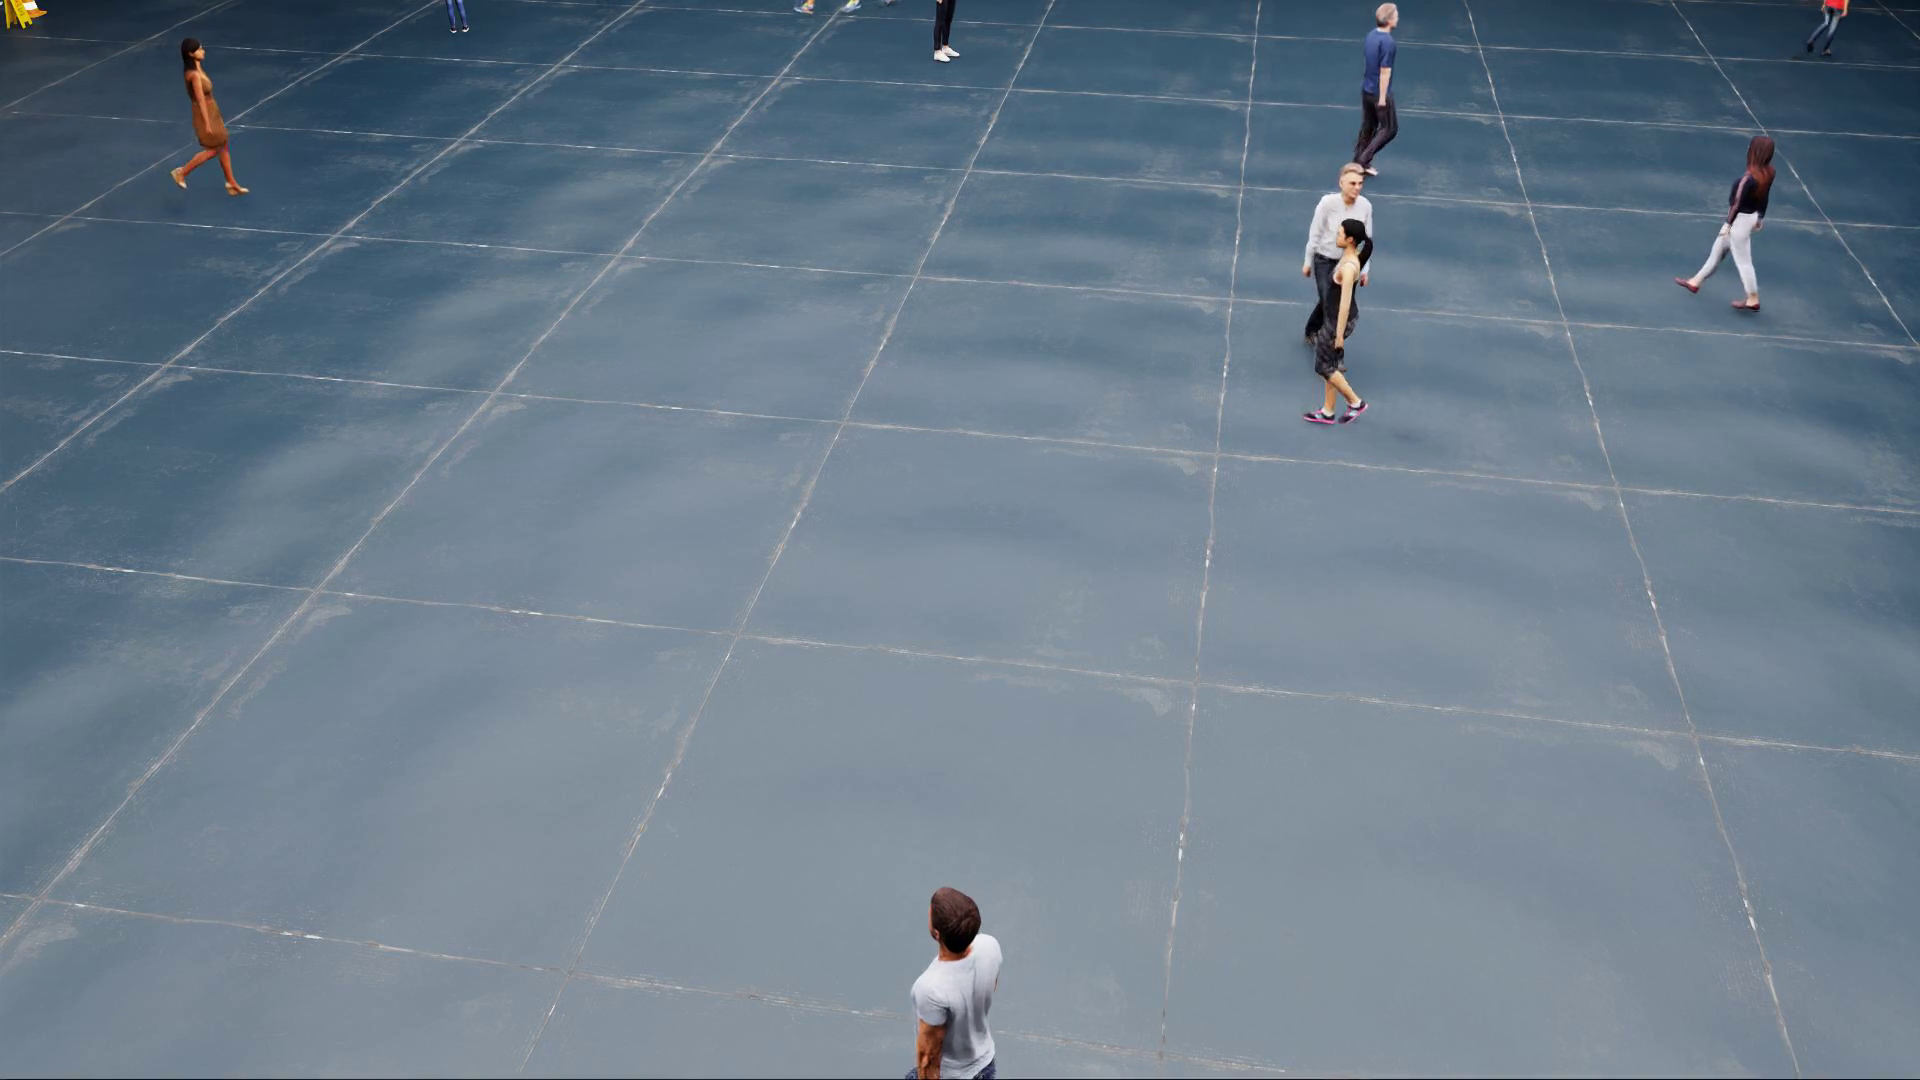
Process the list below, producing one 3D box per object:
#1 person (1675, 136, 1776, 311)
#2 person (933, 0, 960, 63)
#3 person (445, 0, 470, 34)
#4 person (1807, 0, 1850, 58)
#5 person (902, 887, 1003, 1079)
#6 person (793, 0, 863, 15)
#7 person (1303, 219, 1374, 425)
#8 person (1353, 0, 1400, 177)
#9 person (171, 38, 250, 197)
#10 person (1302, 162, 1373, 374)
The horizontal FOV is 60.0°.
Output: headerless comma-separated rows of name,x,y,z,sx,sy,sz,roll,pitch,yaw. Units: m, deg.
person,7.051,-2.796,14.906,1.007,1.565,1.139,-25,40,-34
person,-0.191,-7.138,21.662,0.654,1.700,0.678,17,36,25
person,-7.003,-7.586,22.922,0.502,1.113,0.578,-8,33,-13
person,11.414,-6.972,21.776,0.745,1.298,0.652,-13,34,-19
person,0.038,2.188,6.735,0.889,1.852,0.830,27,41,36
person,-1.742,-8.324,23.433,1.287,1.817,1.126,-15,35,-22
person,3.047,-1.666,12.975,0.764,1.714,0.636,10,34,16
person,4.374,-4.765,17.748,0.773,1.863,0.776,-6,33,-10
person,-7.899,-4.343,17.257,1.017,1.673,0.840,-10,34,-16
person,3.128,-2.338,14.004,1.250,1.753,1.021,-6,33,-9
